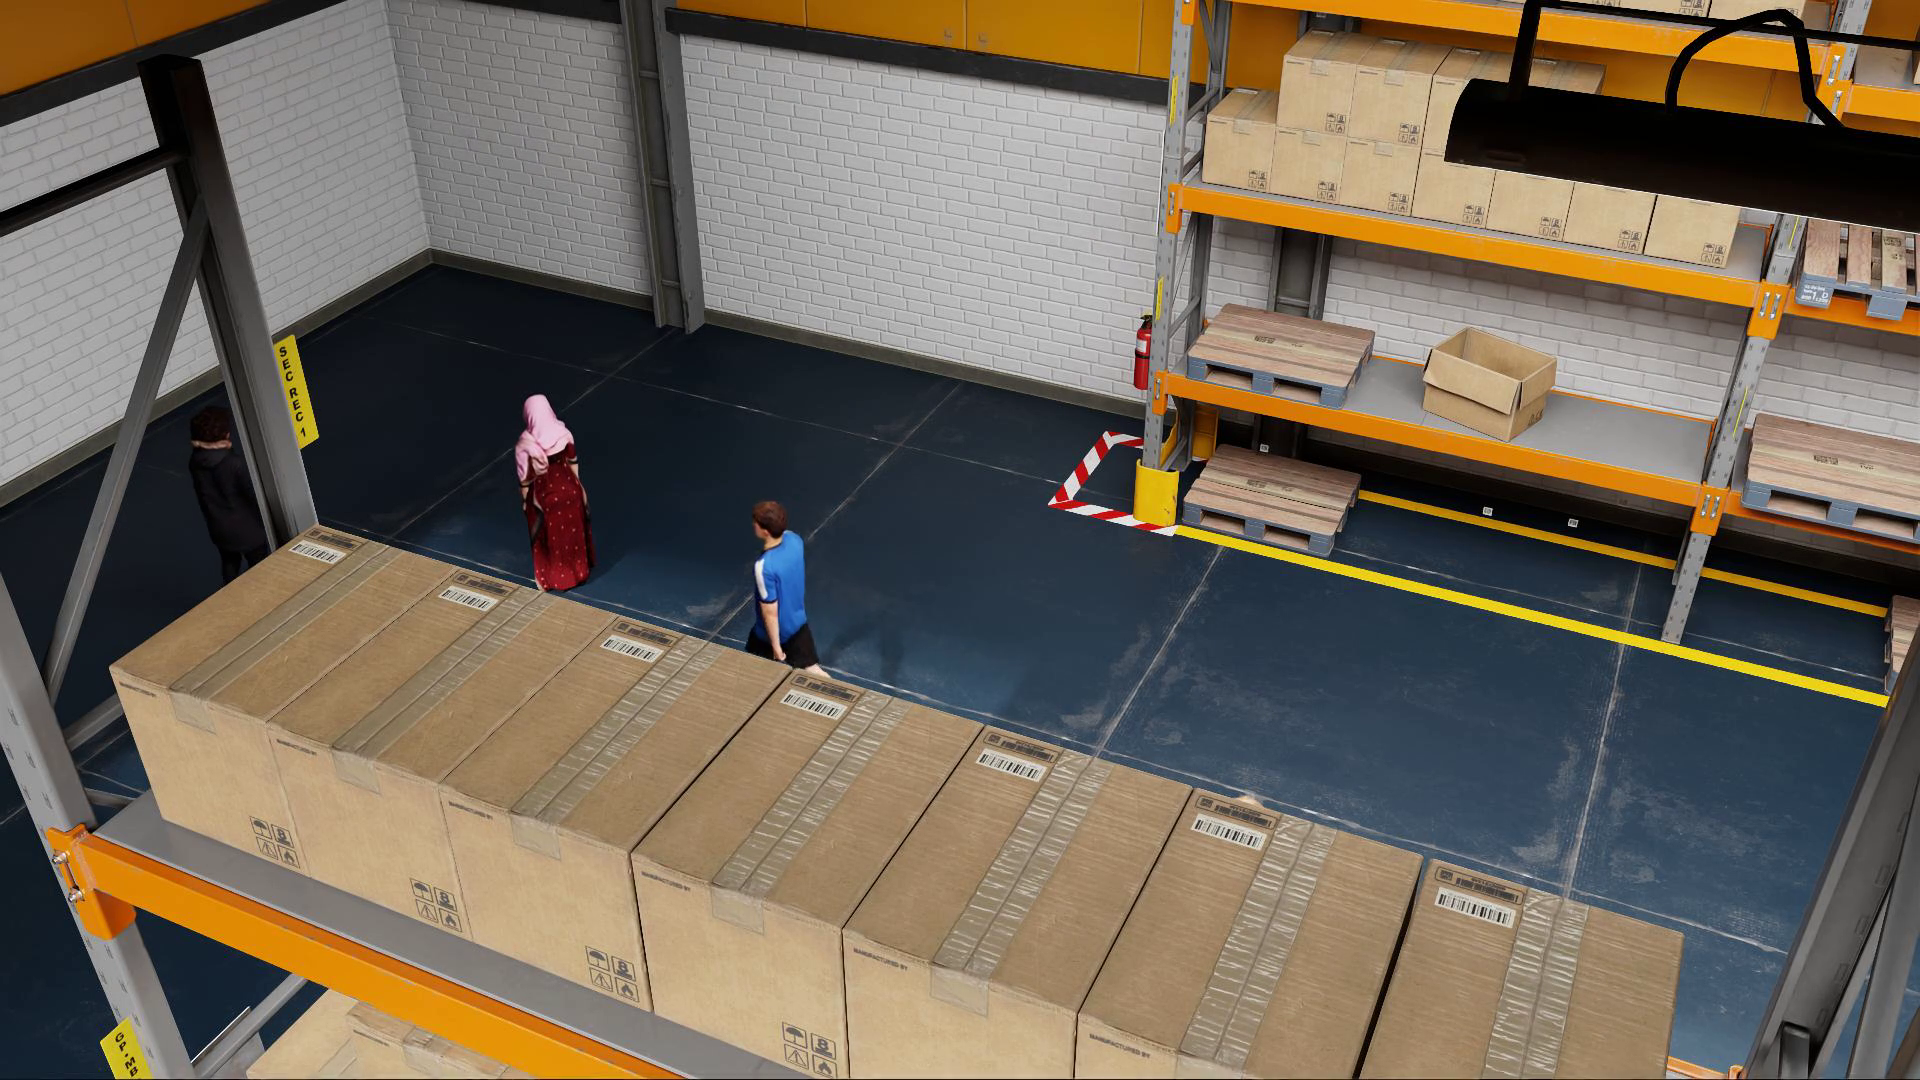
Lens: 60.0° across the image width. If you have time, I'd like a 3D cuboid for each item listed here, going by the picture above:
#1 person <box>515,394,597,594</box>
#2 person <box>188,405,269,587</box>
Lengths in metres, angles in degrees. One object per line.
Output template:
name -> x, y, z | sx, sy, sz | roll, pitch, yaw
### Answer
person -> -2.971, -0.342, 12.134 | 0.765, 1.638, 0.783 | -19, 38, -26
person -> -5.121, -0.121, 11.683 | 0.664, 1.770, 0.783 | 4, 34, 6
